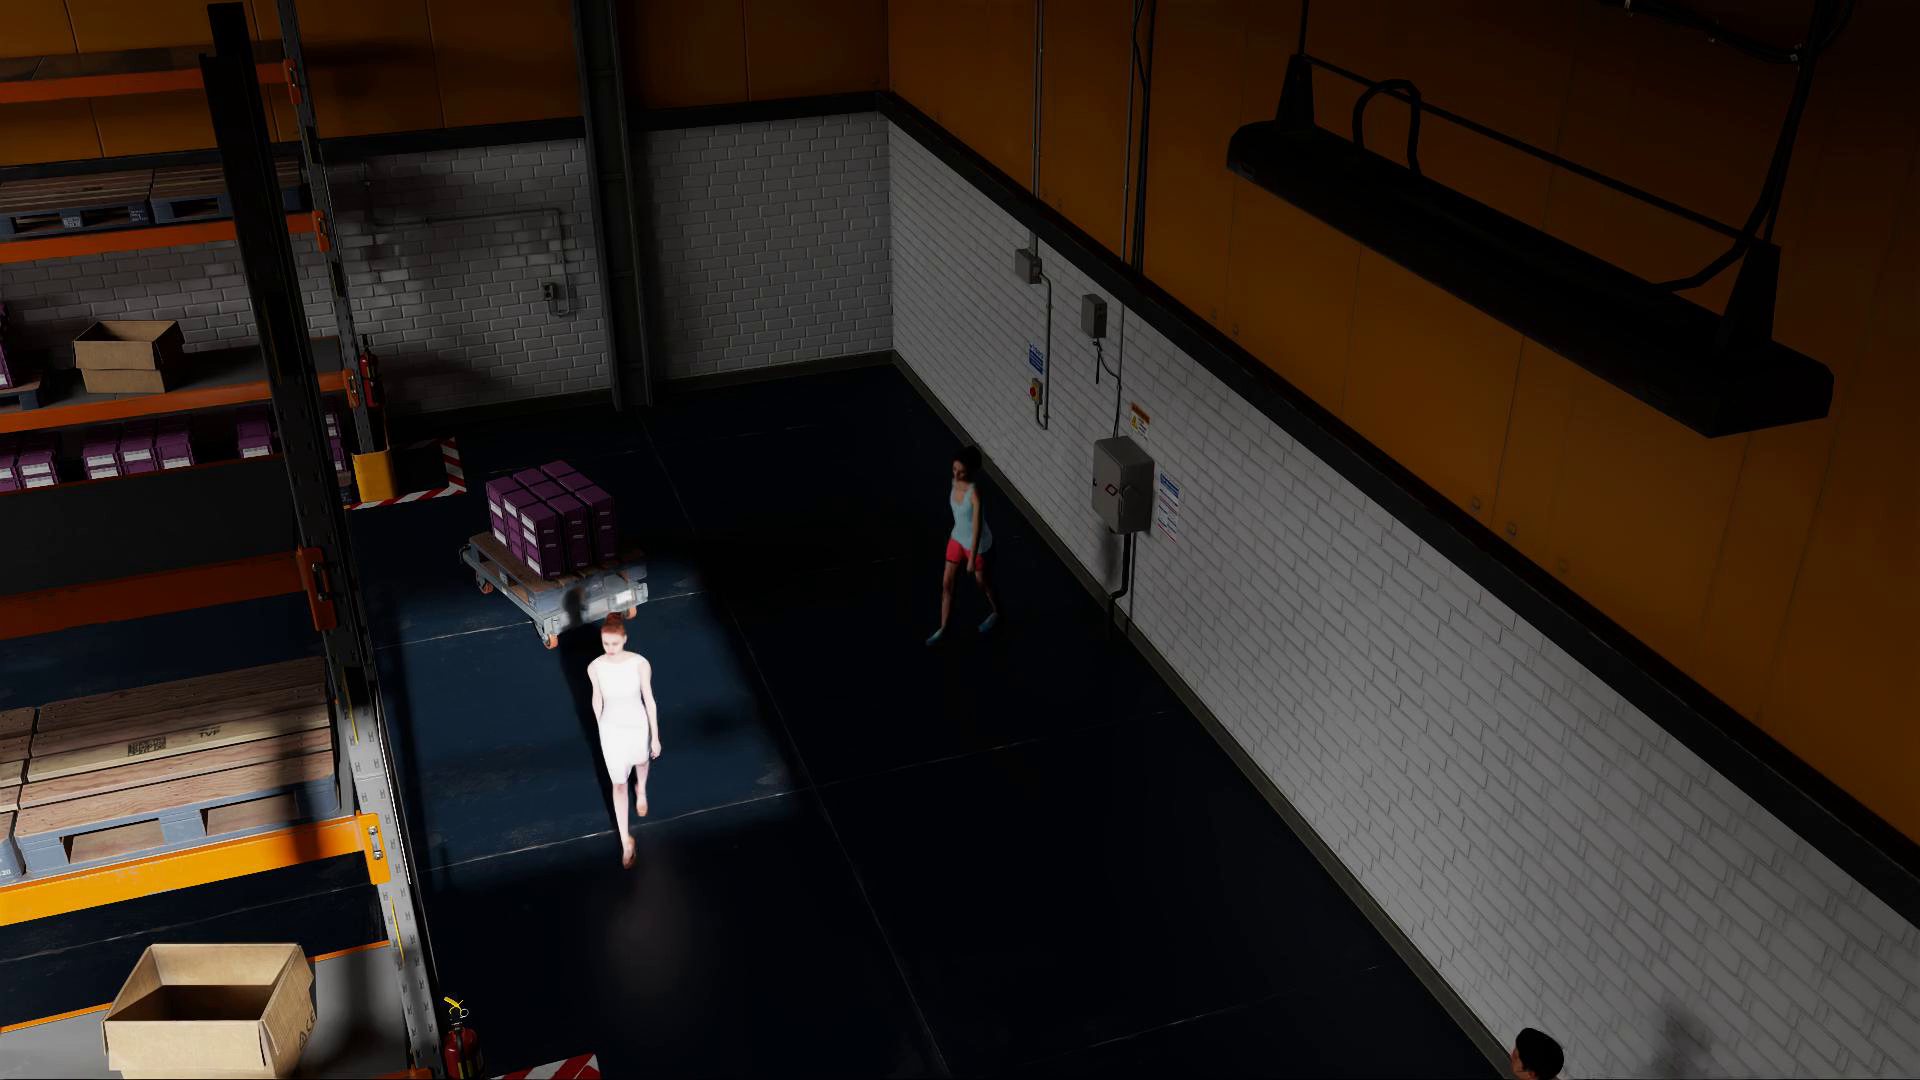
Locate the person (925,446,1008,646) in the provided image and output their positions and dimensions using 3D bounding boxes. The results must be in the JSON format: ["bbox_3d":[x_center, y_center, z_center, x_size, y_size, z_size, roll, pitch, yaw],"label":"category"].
[{"bbox_3d":[0.147,0.032,13.274,1.104,1.725,0.795,-16,32,-27],"label":"person"}]

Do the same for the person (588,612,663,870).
[{"bbox_3d":[-2.188,1.229,11.057,1.062,1.747,0.829,-3,29,-5],"label":"person"}]
